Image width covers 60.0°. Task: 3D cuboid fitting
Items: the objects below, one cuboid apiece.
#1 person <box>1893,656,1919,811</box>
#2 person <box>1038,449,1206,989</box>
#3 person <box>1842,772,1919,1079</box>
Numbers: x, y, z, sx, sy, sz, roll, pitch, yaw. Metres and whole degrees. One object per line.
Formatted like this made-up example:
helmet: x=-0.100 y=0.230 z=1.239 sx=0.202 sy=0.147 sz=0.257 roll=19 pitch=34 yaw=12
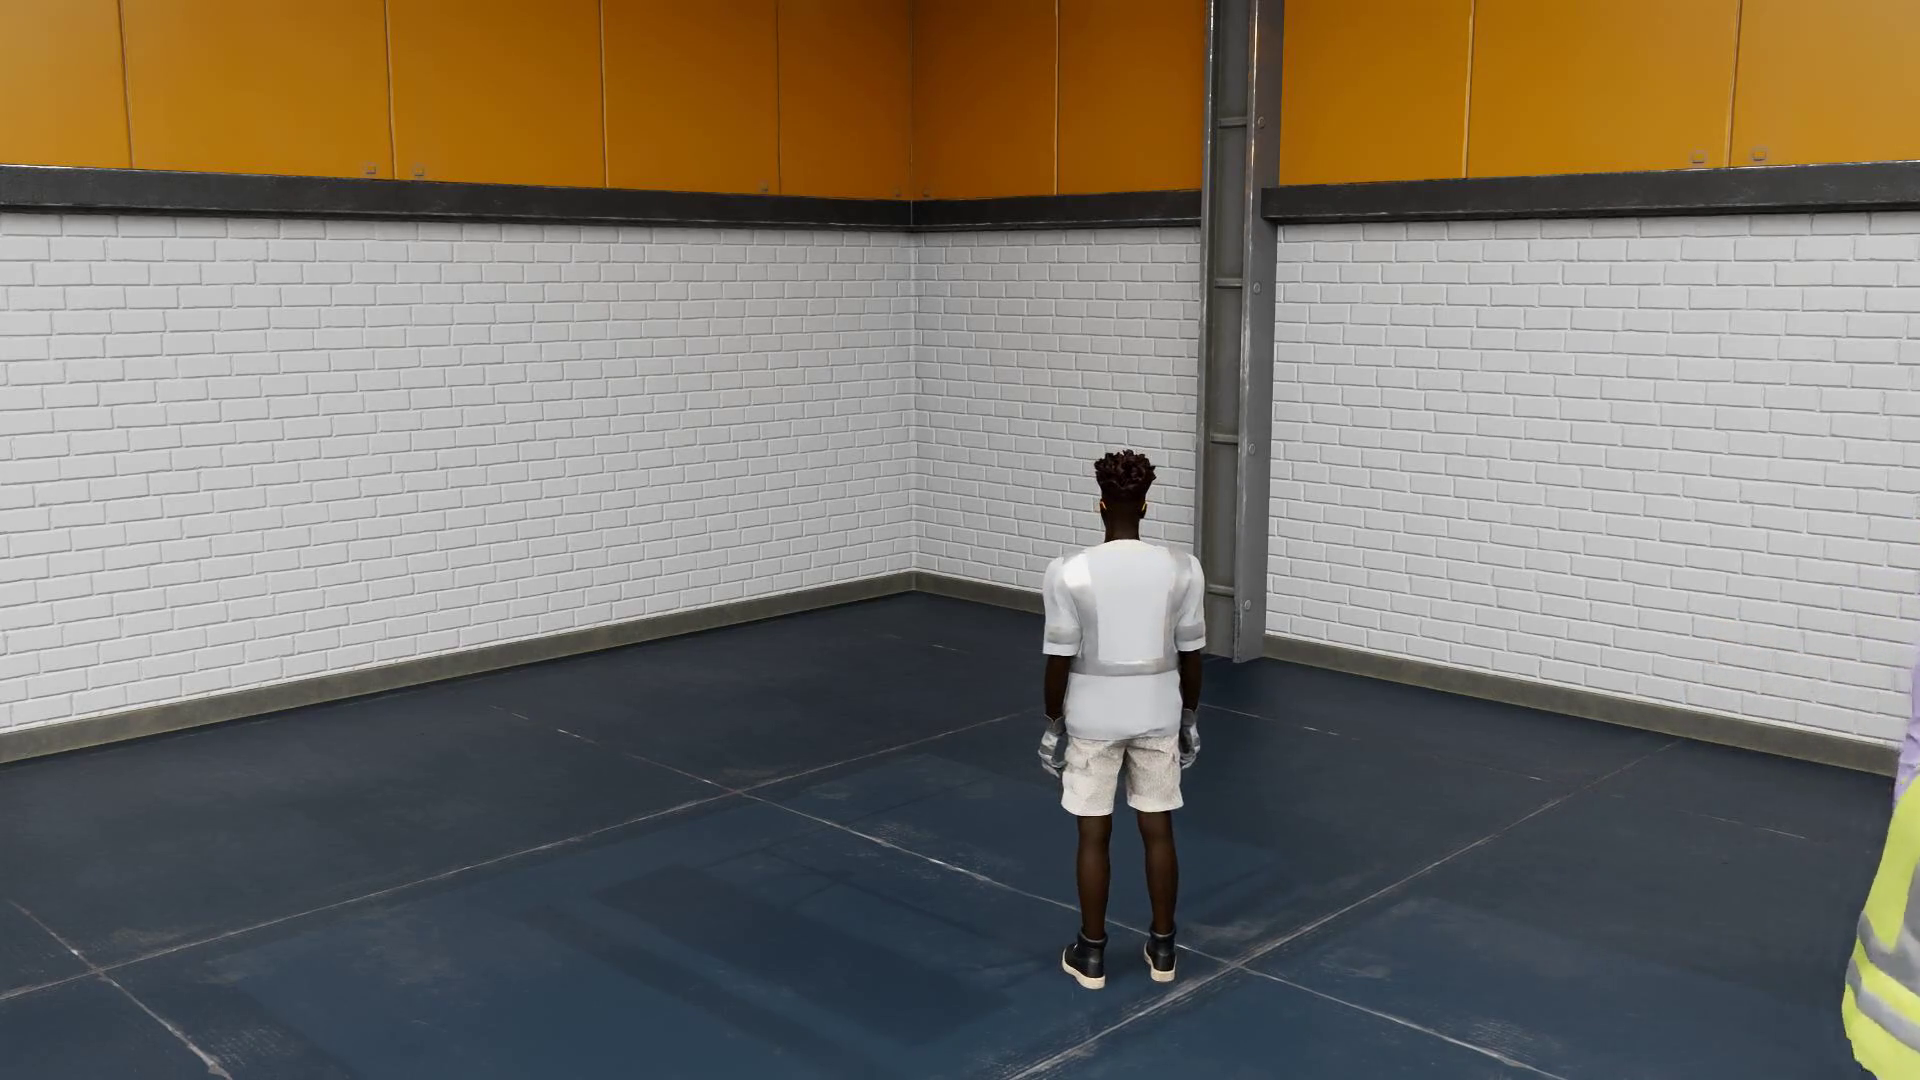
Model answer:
person: x=3.026 y=0.911 z=4.713 sx=0.664 sy=1.887 sz=0.542 roll=2 pitch=10 yaw=13
person: x=0.586 y=0.650 z=6.052 sx=0.611 sy=1.964 sz=0.364 roll=-1 pitch=9 yaw=-9
person: x=2.054 y=1.124 z=3.625 sx=0.704 sy=1.814 sz=0.649 roll=3 pitch=10 yaw=19
